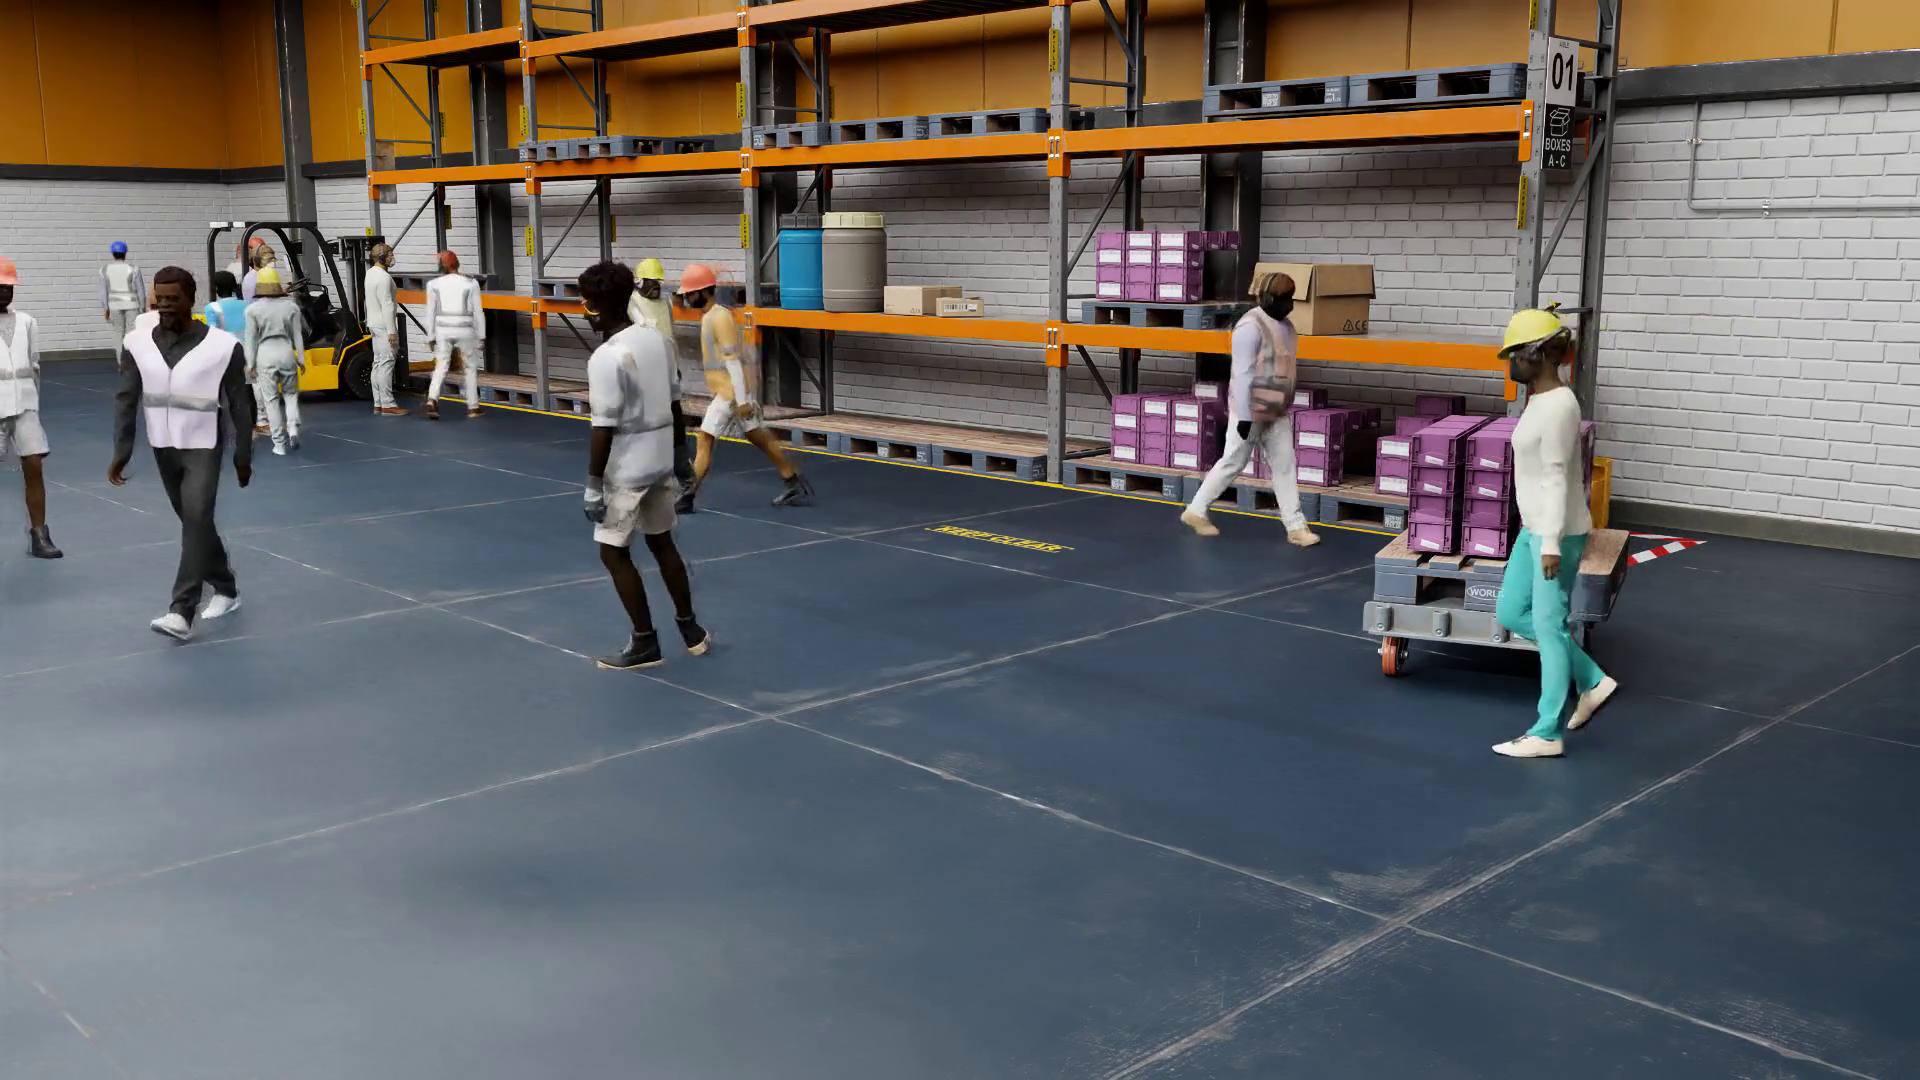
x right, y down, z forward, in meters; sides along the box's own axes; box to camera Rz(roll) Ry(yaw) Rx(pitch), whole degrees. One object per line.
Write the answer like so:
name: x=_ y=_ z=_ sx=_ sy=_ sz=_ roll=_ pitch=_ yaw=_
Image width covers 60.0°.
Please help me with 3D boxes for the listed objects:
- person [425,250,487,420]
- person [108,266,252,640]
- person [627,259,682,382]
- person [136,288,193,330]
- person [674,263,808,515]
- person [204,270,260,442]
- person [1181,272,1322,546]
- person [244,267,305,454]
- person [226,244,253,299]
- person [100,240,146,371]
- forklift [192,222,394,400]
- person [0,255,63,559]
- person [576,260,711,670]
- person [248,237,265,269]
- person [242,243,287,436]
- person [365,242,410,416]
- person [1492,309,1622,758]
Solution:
person: x=-5.562 y=-2.256 z=18.331 sx=0.636 sy=1.870 sz=0.741 roll=0 pitch=10 yaw=-2
person: x=-3.957 y=-0.446 z=8.463 sx=0.588 sy=1.863 sz=1.016 roll=1 pitch=10 yaw=3
person: x=-2.699 y=-1.531 z=14.507 sx=0.413 sy=1.822 sz=0.596 roll=9 pitch=13 yaw=39
person: x=-7.288 y=-1.561 z=15.295 sx=0.511 sy=1.593 sz=0.855 roll=-5 pitch=12 yaw=-27
person: x=-1.654 y=-1.102 z=12.154 sx=1.162 sy=1.841 sz=0.567 roll=-3 pitch=11 yaw=-15
person: x=-7.165 y=-1.798 z=16.346 sx=0.578 sy=1.681 sz=0.537 roll=8 pitch=13 yaw=39
person: x=1.936 y=-0.865 z=10.975 sx=0.956 sy=1.794 sz=0.666 roll=9 pitch=14 yaw=41
person: x=-6.347 y=-1.656 z=15.405 sx=0.503 sy=1.727 sz=0.360 roll=-7 pitch=12 yaw=-32
person: x=-10.410 y=-3.366 z=24.287 sx=0.651 sy=1.898 sz=0.401 roll=9 pitch=13 yaw=39
person: x=-12.476 y=-3.493 z=24.851 sx=0.606 sy=1.949 sz=0.396 roll=-1 pitch=10 yaw=-8
forklift: x=-8.169 y=-2.758 z=20.163 sx=2.313 sy=2.155 sz=1.214 roll=-10 pitch=14 yaw=-44
person: x=-6.079 y=-0.844 z=10.519 sx=0.875 sy=1.914 sz=0.552 roll=7 pitch=12 yaw=33
person: x=-1.476 y=-0.340 z=7.774 sx=0.409 sy=1.915 sz=0.792 roll=4 pitch=11 yaw=21
person: x=-10.439 y=-3.492 z=24.739 sx=0.393 sy=1.985 sz=0.611 roll=-1 pitch=10 yaw=-8
person: x=-7.060 y=-2.029 z=16.888 sx=0.355 sy=1.936 sz=0.633 roll=-1 pitch=10 yaw=-6
person: x=-6.476 y=-2.365 z=18.718 sx=0.355 sy=1.938 sz=0.637 roll=-7 pitch=12 yaw=-33
person: x=2.319 y=-0.024 z=6.469 sx=0.497 sy=1.736 sz=0.598 roll=1 pitch=10 yaw=7
